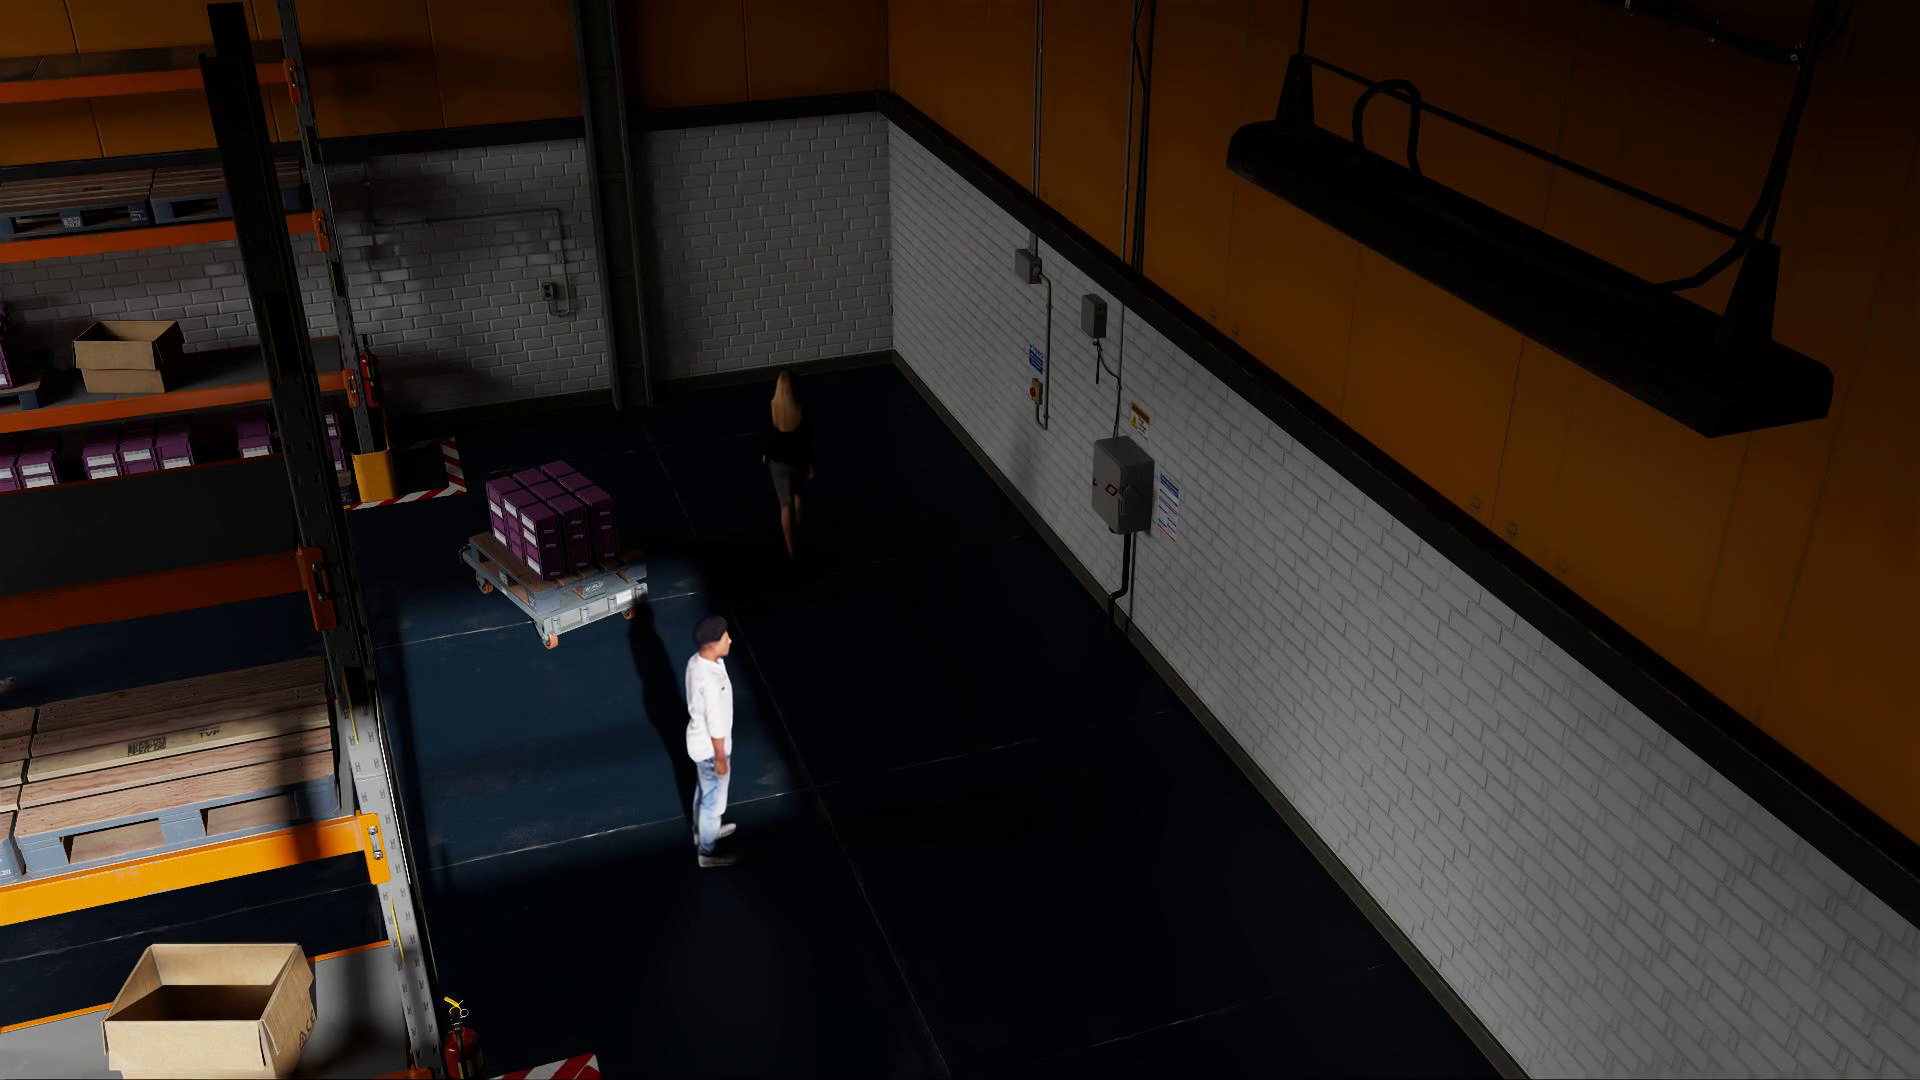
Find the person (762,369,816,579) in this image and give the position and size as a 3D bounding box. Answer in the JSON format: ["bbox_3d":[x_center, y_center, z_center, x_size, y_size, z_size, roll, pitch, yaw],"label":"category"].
[{"bbox_3d":[-1.468,-0.543,14.265,1.132,1.785,0.803,-4,29,-8],"label":"person"}]

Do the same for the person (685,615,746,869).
[{"bbox_3d":[-1.641,1.308,10.858,0.582,1.798,0.639,-8,30,-14],"label":"person"}]
